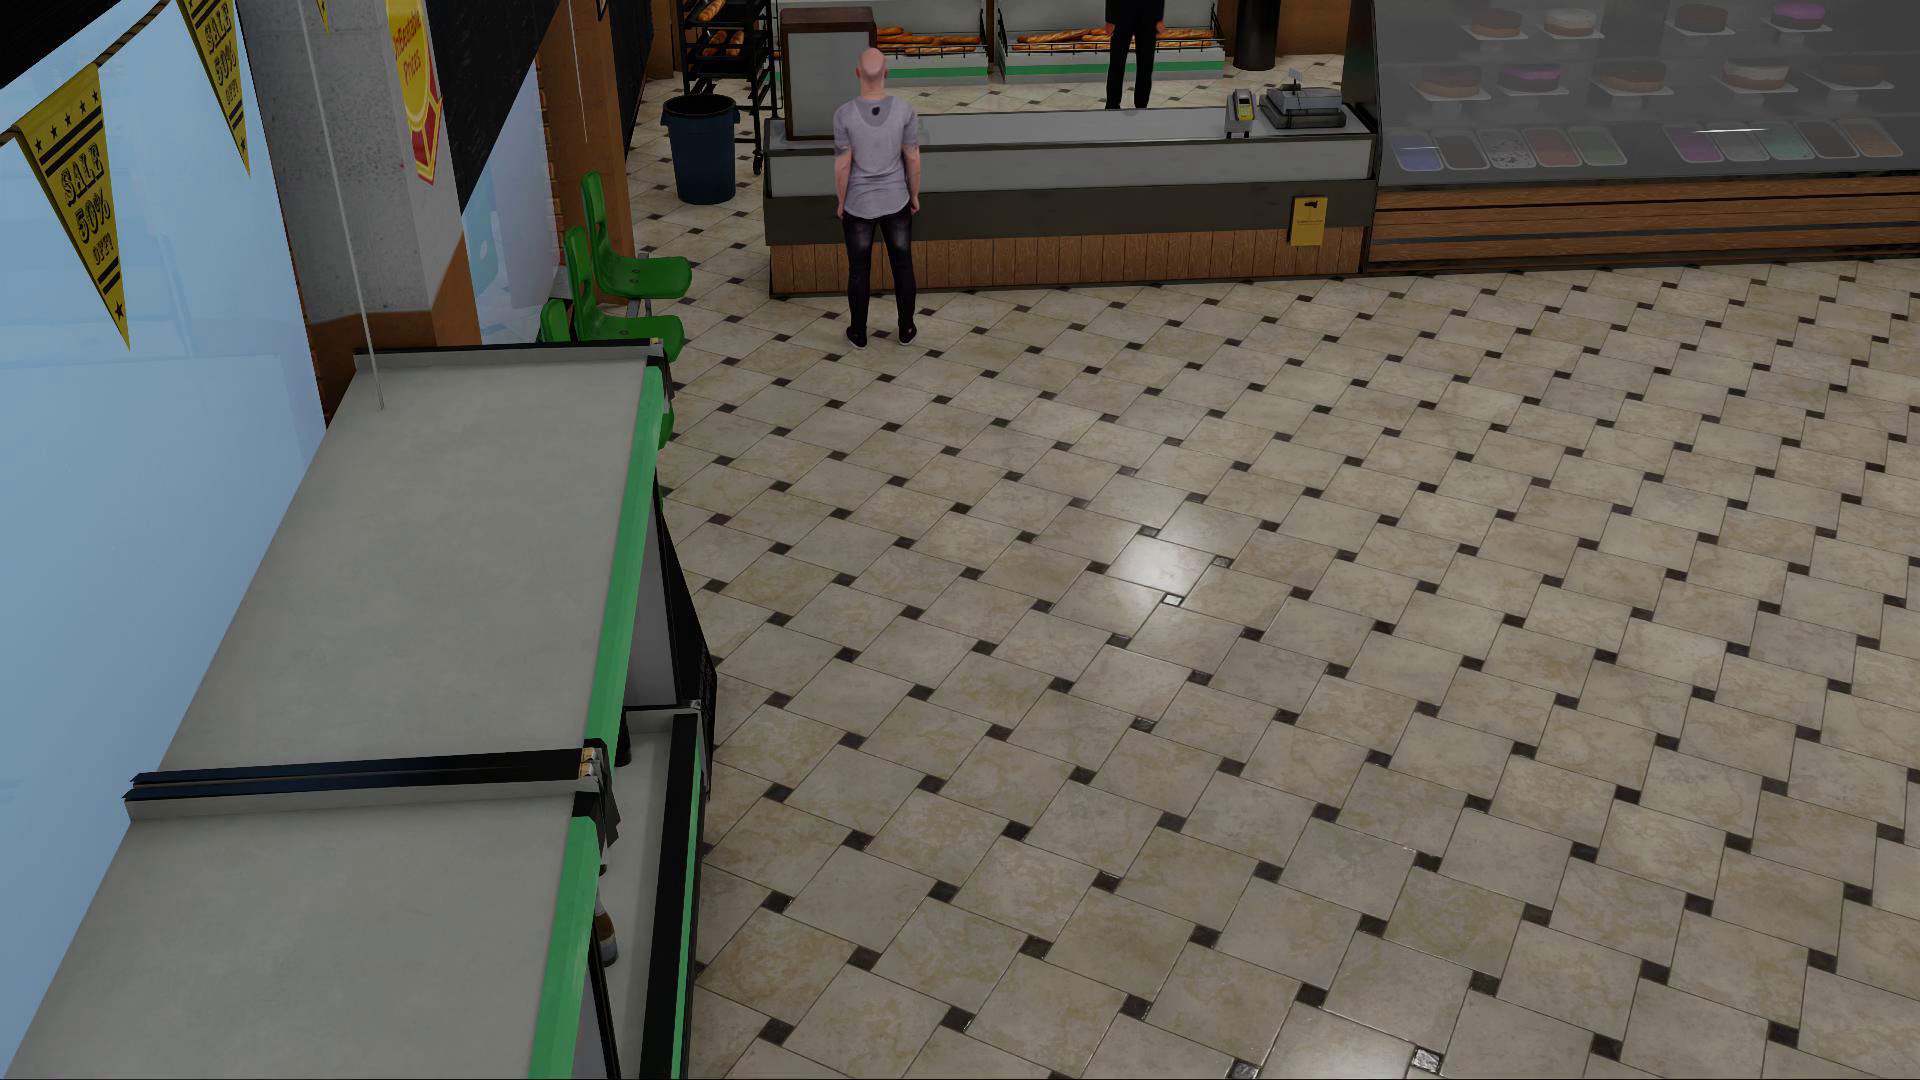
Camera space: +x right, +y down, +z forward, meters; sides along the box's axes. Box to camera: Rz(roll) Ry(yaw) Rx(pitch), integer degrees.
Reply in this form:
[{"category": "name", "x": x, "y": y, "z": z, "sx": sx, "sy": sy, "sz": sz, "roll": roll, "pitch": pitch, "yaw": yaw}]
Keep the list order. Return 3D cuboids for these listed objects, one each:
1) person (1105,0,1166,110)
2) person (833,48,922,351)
[{"category": "person", "x": 1.424, "y": -4.239, "z": 13.467, "sx": 0.632, "sy": 1.867, "sz": 0.550, "roll": -3, "pitch": 32, "yaw": -4}, {"category": "person", "x": -0.497, "y": -2.025, "z": 9.935, "sx": 0.672, "sy": 1.838, "sz": 0.591, "roll": -5, "pitch": 32, "yaw": -8}]
